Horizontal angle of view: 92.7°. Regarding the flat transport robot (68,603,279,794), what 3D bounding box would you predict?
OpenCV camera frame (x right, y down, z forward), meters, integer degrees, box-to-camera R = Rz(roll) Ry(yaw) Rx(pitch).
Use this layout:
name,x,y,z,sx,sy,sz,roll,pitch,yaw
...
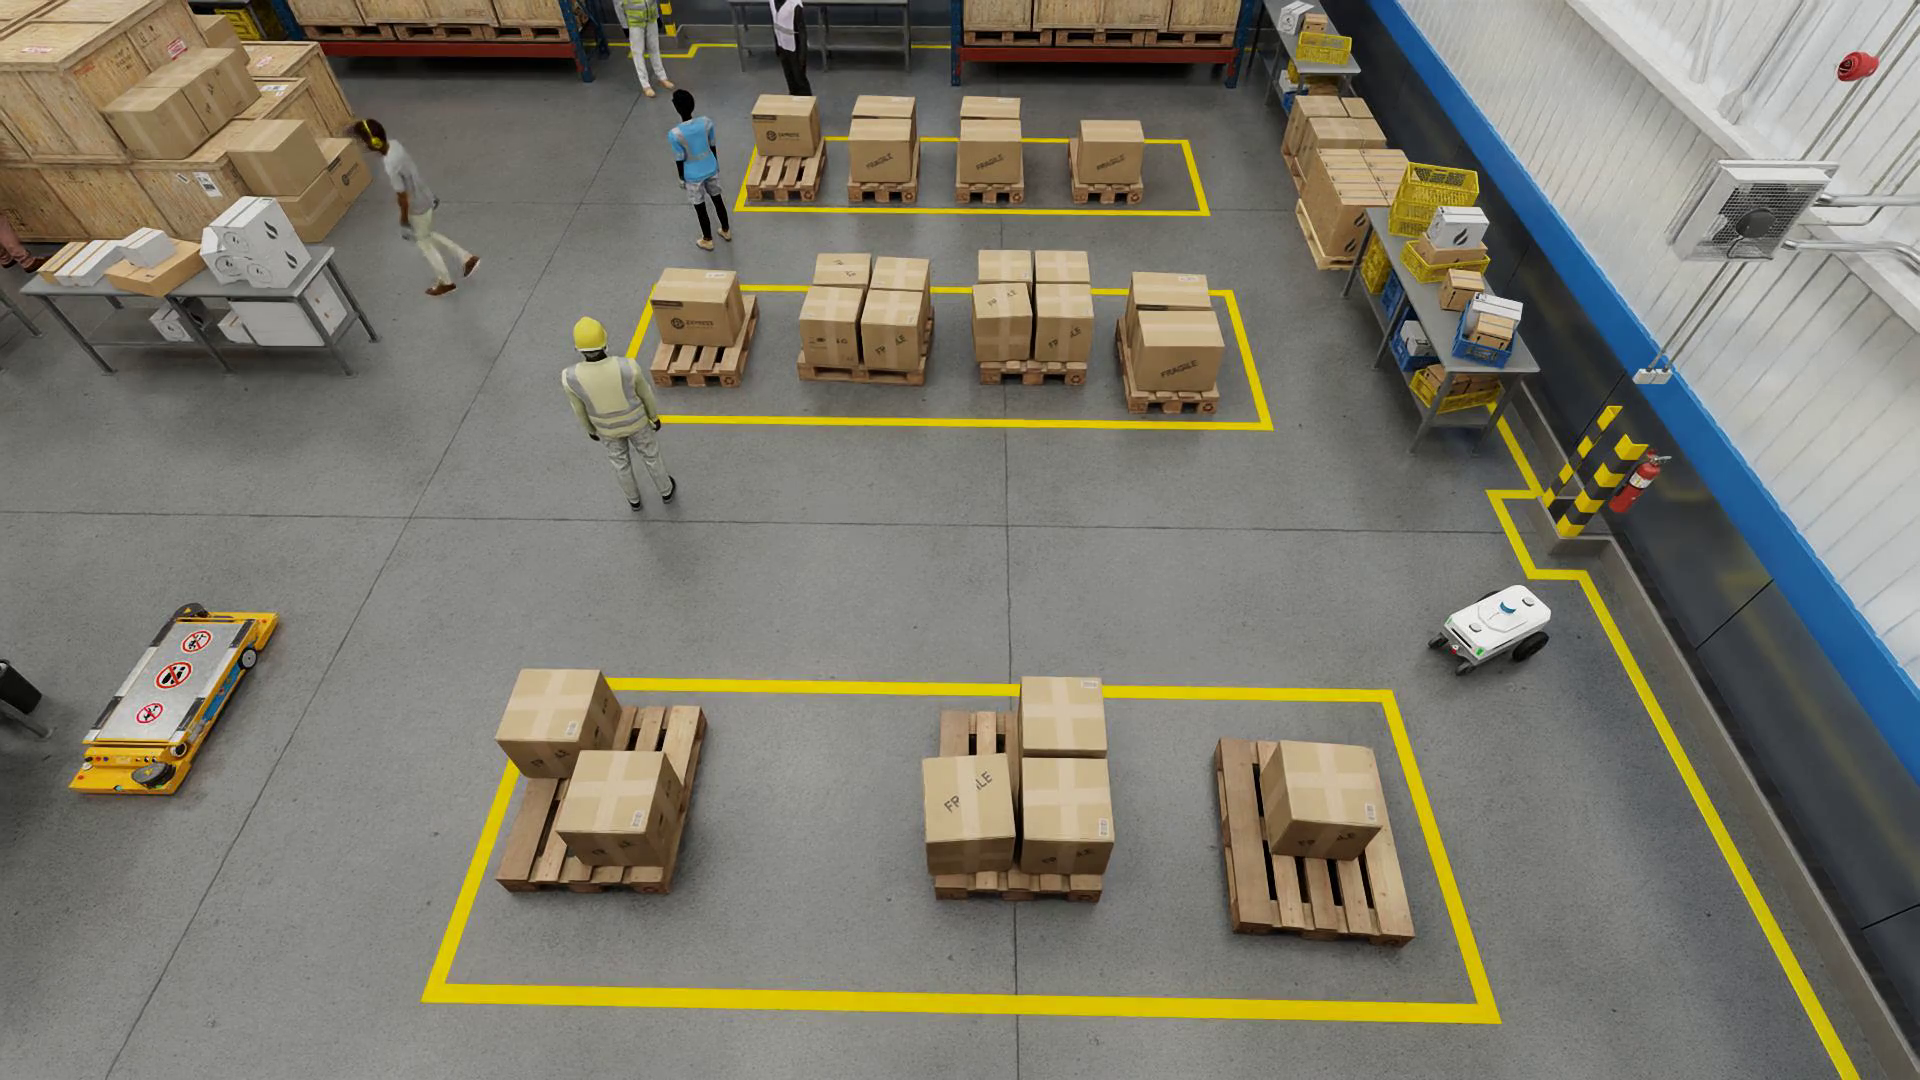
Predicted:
name,x,y,z,sx,sy,sz,roll,pitch,yaw
flat transport robot,-5.504,1.072,6.442,0.652,0.197,1.431,1,50,1

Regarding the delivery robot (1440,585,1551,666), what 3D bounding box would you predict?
name,x,y,z,sx,sy,sz,roll,pitch,yaw
delivery robot,3.856,0.598,6.599,0.707,0.478,0.477,-20,53,-16

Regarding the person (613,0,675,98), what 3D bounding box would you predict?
name,x,y,z,sx,sy,sz,roll,pitch,yaw
person,-4.240,-6.913,12.177,0.429,1.844,0.626,33,57,25

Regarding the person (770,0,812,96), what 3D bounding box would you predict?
name,x,y,z,sx,sy,sz,roll,pitch,yaw
person,-2.106,-6.157,11.488,0.394,1.919,0.590,-36,58,-26

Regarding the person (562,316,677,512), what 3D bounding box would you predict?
name,x,y,z,sx,sy,sz,roll,pitch,yaw
person,-2.638,-0.946,7.134,0.590,1.833,0.404,-13,51,-11

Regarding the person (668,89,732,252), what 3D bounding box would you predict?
name,x,y,z,sx,sy,sz,roll,pitch,yaw
person,-2.764,-3.901,9.721,0.318,1.697,0.535,36,58,26

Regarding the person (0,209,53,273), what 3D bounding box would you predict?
name,x,y,z,sx,sy,sz,roll,pitch,yaw
person,-10.237,-3.671,9.401,0.644,1.899,0.397,12,51,10

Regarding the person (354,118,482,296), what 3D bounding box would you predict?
name,x,y,z,sx,sy,sz,roll,pitch,yaw
person,-5.365,-3.305,9.118,0.682,1.849,0.584,-15,51,-12
